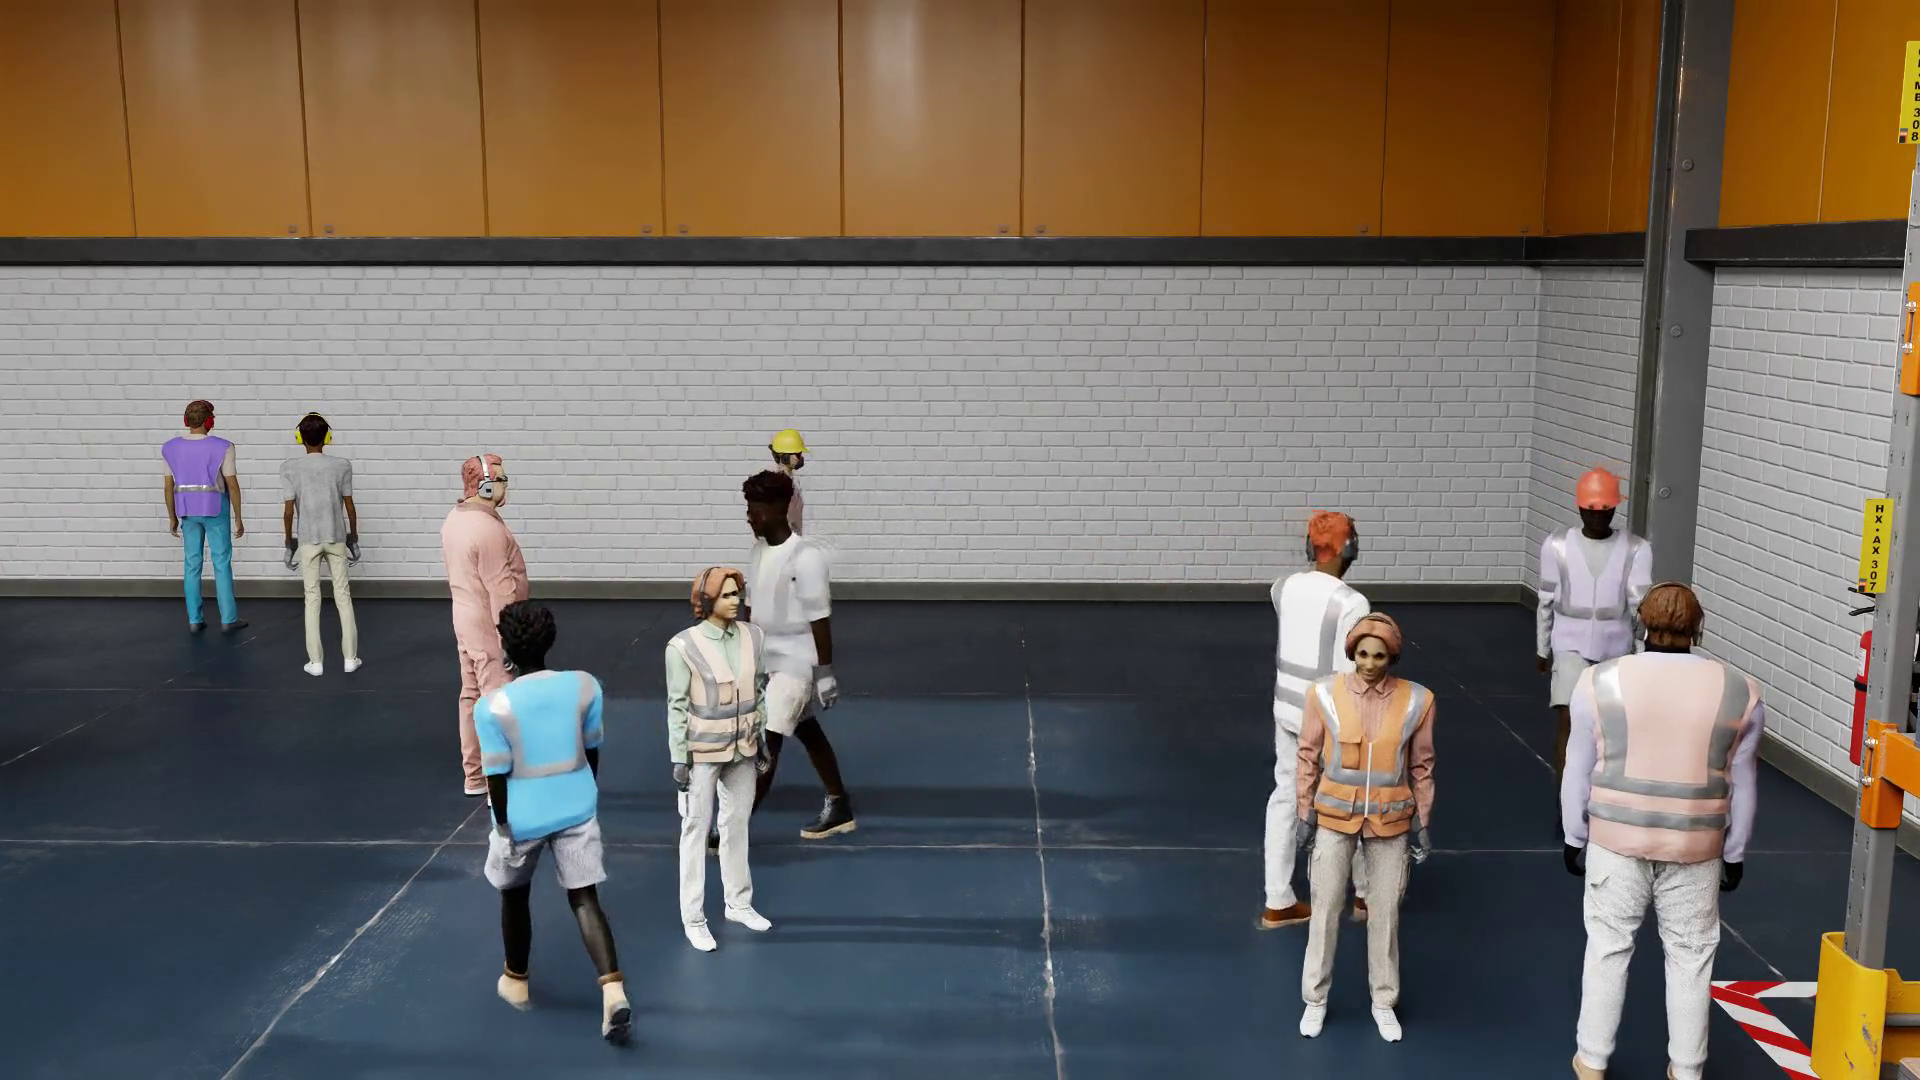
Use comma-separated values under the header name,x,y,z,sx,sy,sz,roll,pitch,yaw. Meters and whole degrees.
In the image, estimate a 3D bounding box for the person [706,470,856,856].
name,x,y,z,sx,sy,sz,roll,pitch,yaw
person,-0.937,0.605,8.224,0.998,1.906,0.626,-6,11,-30

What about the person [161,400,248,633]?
name,x,y,z,sx,sy,sz,roll,pitch,yaw
person,-5.968,-0.180,13.134,0.575,1.843,0.374,0,9,-3

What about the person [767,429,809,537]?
name,x,y,z,sx,sy,sz,roll,pitch,yaw
person,-1.213,0.101,11.688,0.331,1.768,0.526,-2,10,-11

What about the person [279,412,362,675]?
name,x,y,z,sx,sy,sz,roll,pitch,yaw
person,-4.534,0.028,11.814,0.517,1.874,0.327,-4,10,-23

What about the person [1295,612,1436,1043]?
name,x,y,z,sx,sy,sz,roll,pitch,yaw
person,1.516,1.072,6.255,0.514,1.640,0.310,1,10,8

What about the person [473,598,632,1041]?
name,x,y,z,sx,sy,sz,roll,pitch,yaw
person,-1.536,1.052,6.292,0.523,1.665,0.823,-6,11,-33

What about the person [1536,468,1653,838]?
name,x,y,z,sx,sy,sz,roll,pitch,yaw
person,3.296,0.547,8.687,0.552,1.893,0.962,3,10,18

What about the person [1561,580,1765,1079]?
name,x,y,z,sx,sy,sz,roll,pitch,yaw
person,2.426,1.050,5.812,0.630,1.835,0.429,3,10,17

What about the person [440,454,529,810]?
name,x,y,z,sx,sy,sz,roll,pitch,yaw
person,-2.516,0.489,8.947,0.410,1.909,0.643,-7,12,-38

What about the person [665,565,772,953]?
name,x,y,z,sx,sy,sz,roll,pitch,yaw
person,-1.035,0.919,7.152,0.307,1.645,0.520,9,13,43

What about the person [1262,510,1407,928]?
name,x,y,z,sx,sy,sz,roll,pitch,yaw
person,1.671,0.784,7.366,0.834,1.850,0.567,-7,12,-35
